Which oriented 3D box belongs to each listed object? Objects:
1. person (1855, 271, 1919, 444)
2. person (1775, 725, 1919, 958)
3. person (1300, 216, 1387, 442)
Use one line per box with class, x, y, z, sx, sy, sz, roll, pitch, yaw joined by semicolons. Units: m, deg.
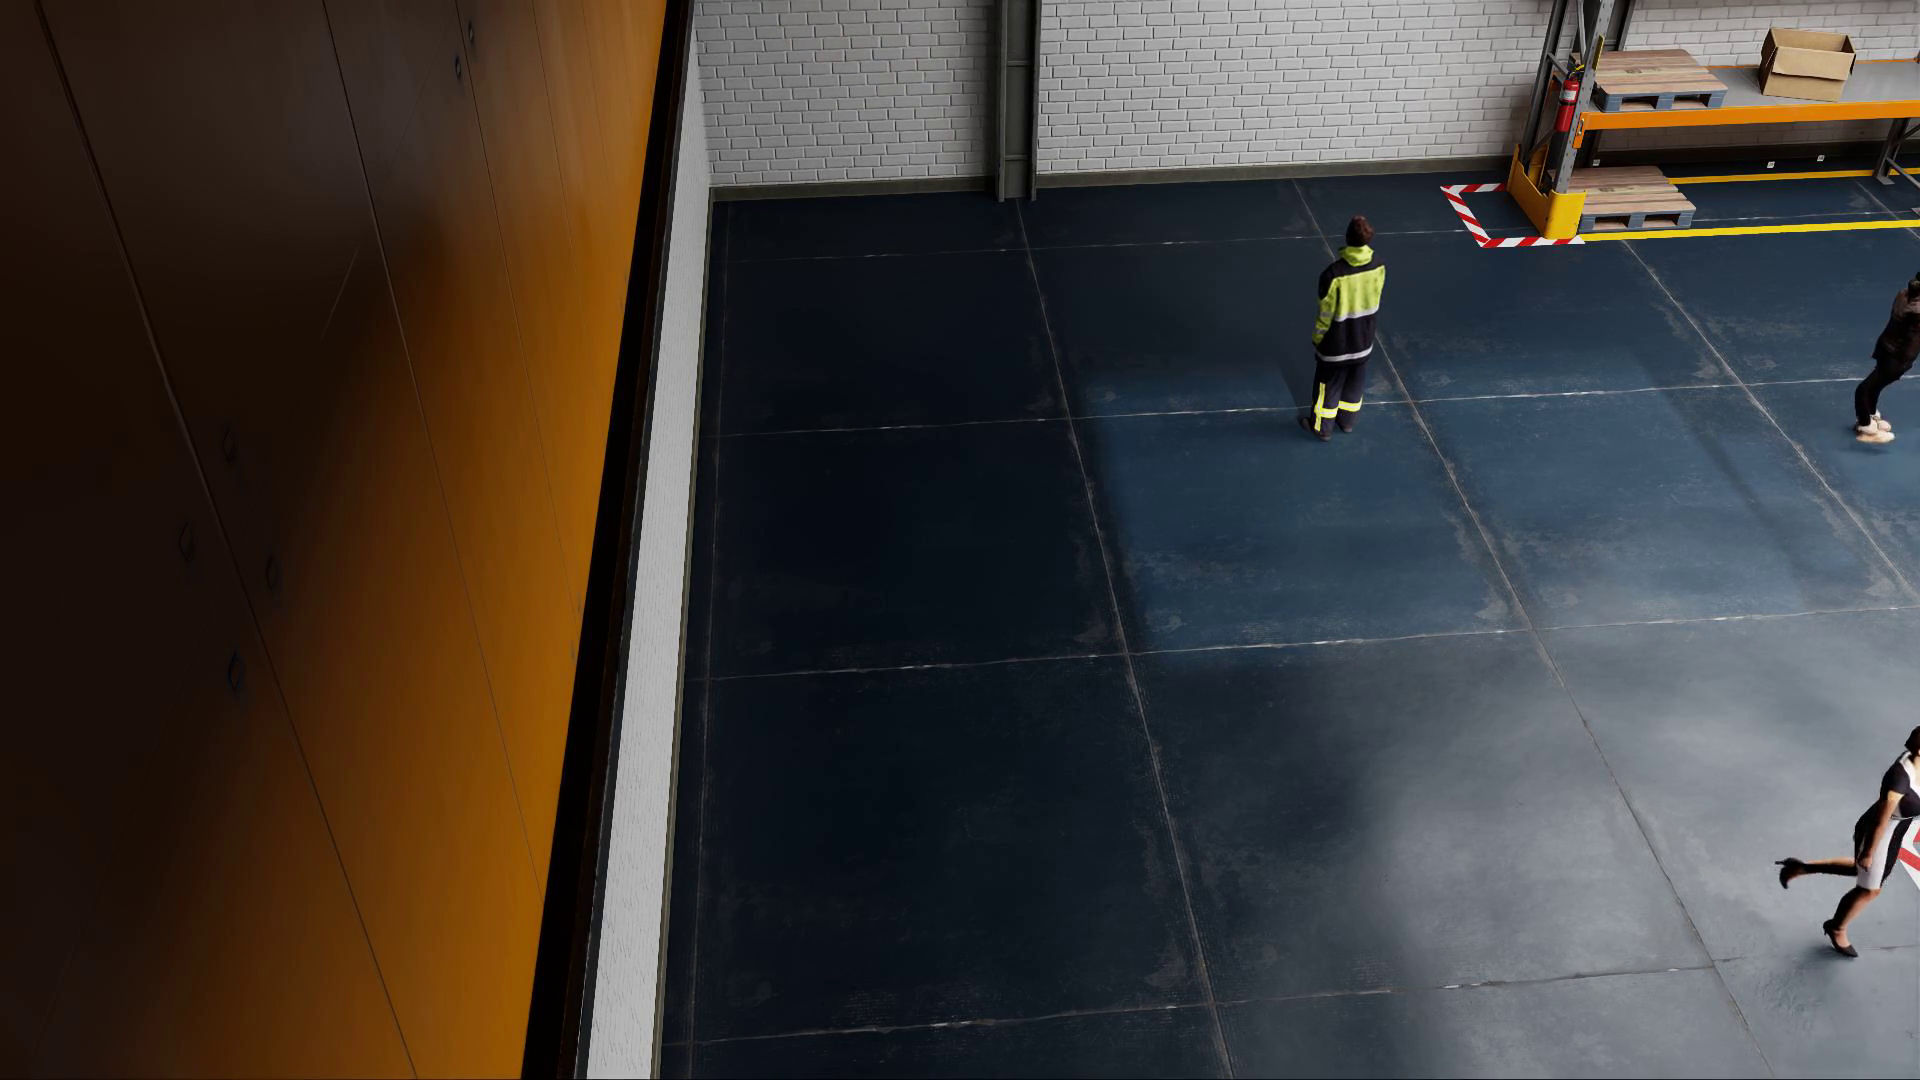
person;7.719;-1.493;13.515;0.781;1.657;0.648;1;39;1
person;5.157;1.654;9.474;0.895;1.783;0.931;-31;48;-33
person;3.133;-1.719;13.537;0.725;1.983;0.909;-16;41;-19
